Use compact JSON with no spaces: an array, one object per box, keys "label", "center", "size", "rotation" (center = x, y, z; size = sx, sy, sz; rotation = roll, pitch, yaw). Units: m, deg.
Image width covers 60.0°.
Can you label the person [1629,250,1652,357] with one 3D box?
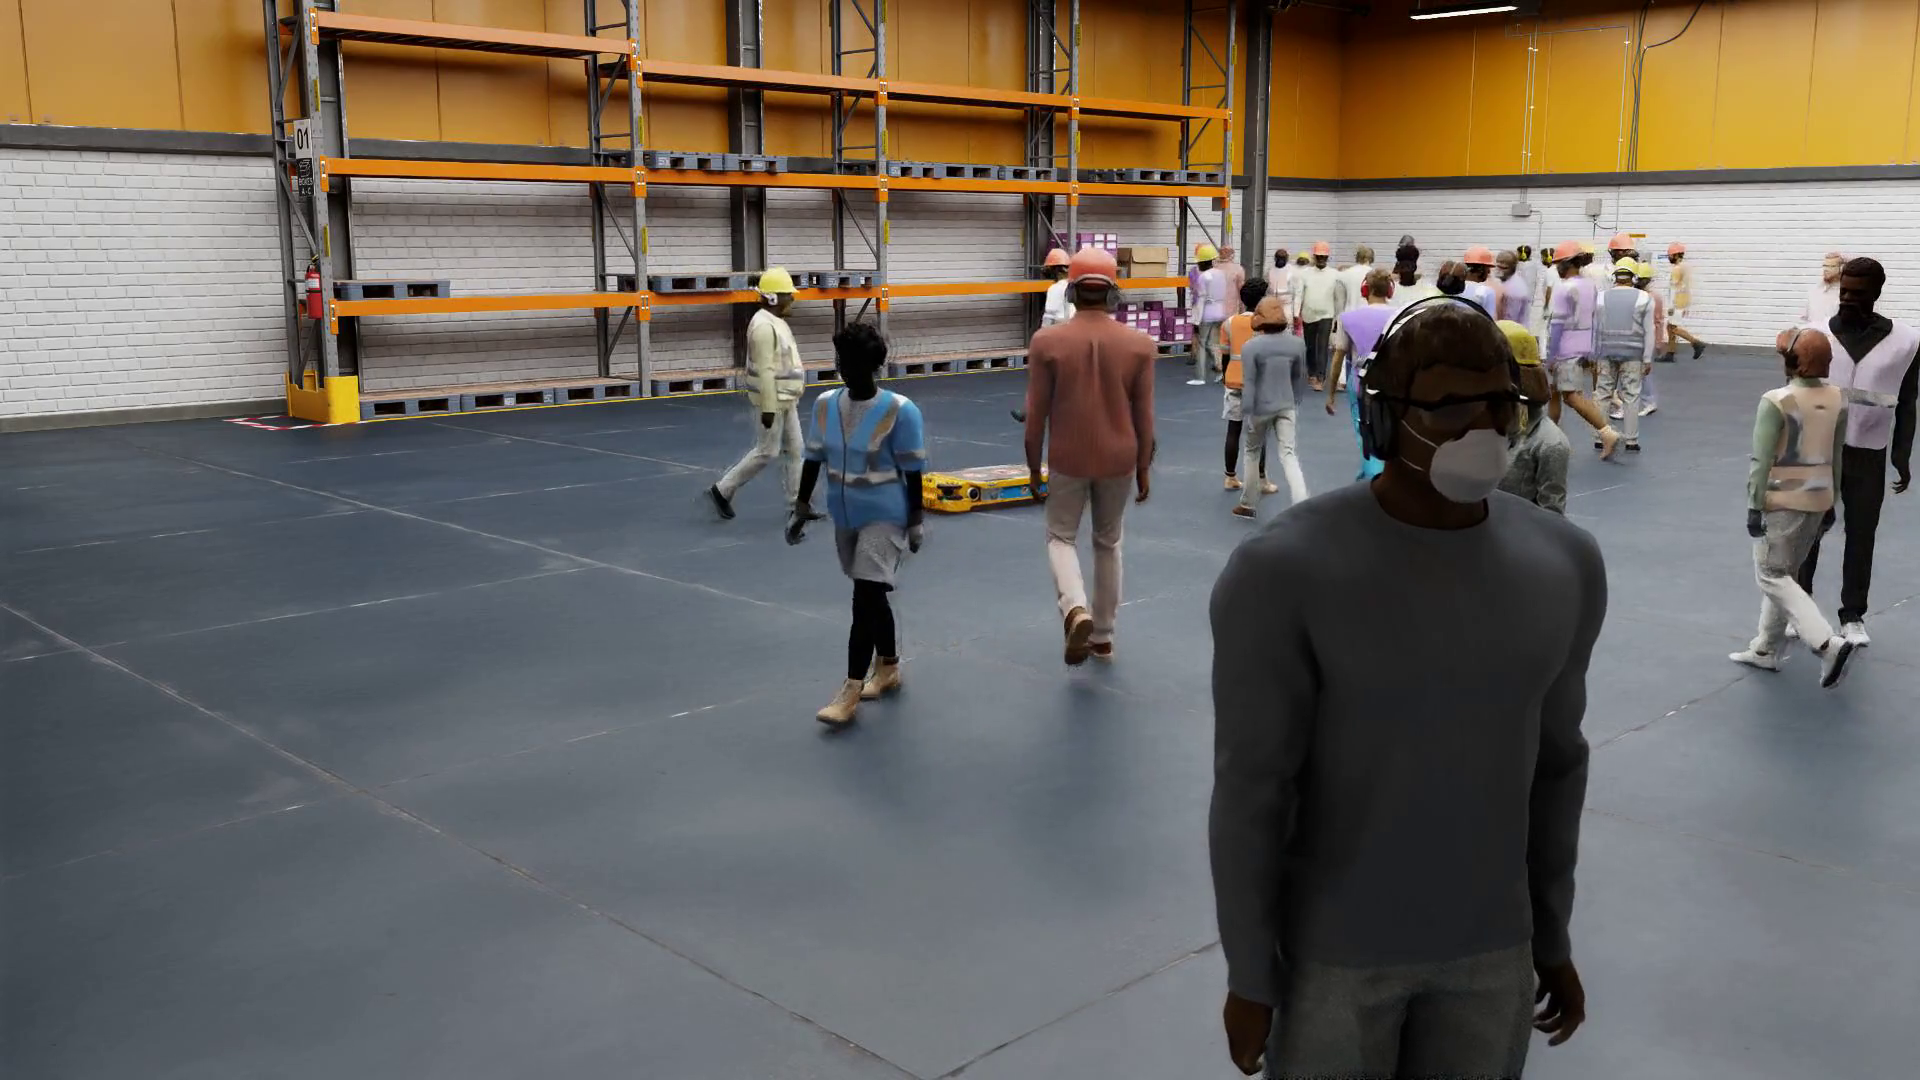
[{"label":"person","center":[11.093,-3.944,27.764],"size":[0.634,1.791,0.984],"rotation":[-6,12,-32]}]

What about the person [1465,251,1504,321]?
[{"label":"person","center":[5.096,-1.925,16.452],"size":[0.658,1.889,0.613],"rotation":[-5,12,-27]}]

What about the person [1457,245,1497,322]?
[{"label":"person","center":[4.499,-1.621,14.669],"size":[0.374,1.934,0.549],"rotation":[-7,13,-34]}]

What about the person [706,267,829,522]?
[{"label":"person","center":[-1.365,-1.003,11.673],"size":[0.783,1.808,0.598],"rotation":[1,10,5]}]

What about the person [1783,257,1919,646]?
[{"label":"person","center":[4.393,-0.435,8.259],"size":[0.597,1.914,0.371],"rotation":[5,11,24]}]

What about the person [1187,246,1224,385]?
[{"label":"person","center":[3.295,-3.006,22.384],"size":[0.508,1.886,0.617],"rotation":[9,14,41]}]

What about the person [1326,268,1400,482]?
[{"label":"person","center":[3.002,-1.065,12.080],"size":[0.586,1.794,0.997],"rotation":[-1,10,-6]}]

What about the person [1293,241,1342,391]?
[{"label":"person","center":[4.728,-2.963,21.971],"size":[0.612,1.953,1.009],"rotation":[4,11,18]}]

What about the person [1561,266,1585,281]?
[{"label":"person","center":[10.055,-3.940,27.615],"size":[0.556,1.816,0.837],"rotation":[-3,11,-17]}]

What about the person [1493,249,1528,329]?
[{"label":"person","center":[5.443,-1.977,16.761],"size":[0.838,1.880,0.709],"rotation":[0,10,1]}]

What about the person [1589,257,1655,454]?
[{"label":"person","center":[6.143,-1.712,15.481],"size":[0.591,1.820,0.404],"rotation":[6,12,30]}]

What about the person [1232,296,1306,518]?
[{"label":"person","center":[2.211,-0.899,11.649],"size":[0.503,1.601,0.787],"rotation":[-3,11,-16]}]

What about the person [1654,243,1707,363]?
[{"label":"person","center":[11.432,-3.736,26.283],"size":[0.668,1.909,0.535],"rotation":[6,12,30]}]

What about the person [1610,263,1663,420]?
[{"label":"person","center":[7.529,-2.204,18.446],"size":[0.897,1.724,0.529],"rotation":[-5,12,-27]}]

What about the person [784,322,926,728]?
[{"label":"person","center":[-0.451,-0.075,6.959],"size":[0.564,1.655,0.809],"rotation":[8,13,36]}]

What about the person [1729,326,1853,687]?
[{"label":"person","center":[3.803,-0.147,7.502],"size":[0.521,1.620,0.677],"rotation":[-4,11,-21]}]

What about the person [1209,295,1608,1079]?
[{"label":"person","center":[0.666,0.610,2.499],"size":[0.629,1.940,0.376],"rotation":[-3,11,-17]}]

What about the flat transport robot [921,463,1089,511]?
[{"label":"flat transport robot","center":[0.286,-0.416,12.642],"size":[1.431,0.197,0.652],"rotation":[-8,13,-36]}]

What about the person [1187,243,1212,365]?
[{"label":"person","center":[3.867,-3.718,26.207],"size":[0.549,1.914,0.910],"rotation":[6,12,28]}]

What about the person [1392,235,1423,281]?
[{"label":"person","center":[7.907,-4.423,29.662],"size":[0.540,2.000,0.697],"rotation":[-1,10,-8]}]

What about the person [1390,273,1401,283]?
[{"label":"person","center":[4.900,-2.206,18.747],"size":[0.808,1.601,0.504],"rotation":[4,11,21]}]

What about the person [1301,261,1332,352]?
[{"label":"person","center":[6.235,-4.066,28.926],"size":[0.848,1.592,0.551],"rotation":[-9,14,-40]}]

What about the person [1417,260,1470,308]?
[{"label":"person","center":[4.123,-1.474,14.223],"size":[0.581,1.807,0.654],"rotation":[7,13,35]}]

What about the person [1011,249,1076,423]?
[{"label":"person","center":[0.995,-2.047,17.147],"size":[1.032,1.878,0.563],"rotation":[5,12,26]}]

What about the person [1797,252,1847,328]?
[{"label":"person","center":[8.823,-1.981,16.882],"size":[1.015,1.865,0.649],"rotation":[-4,11,-20]}]

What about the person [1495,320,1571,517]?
[{"label":"person","center":[1.797,0.138,5.602],"size":[0.296,1.744,0.488],"rotation":[-5,12,-27]}]

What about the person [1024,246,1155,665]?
[{"label":"person","center":[0.614,-0.363,7.723],"size":[0.620,1.979,0.641],"rotation":[-1,10,-5]}]

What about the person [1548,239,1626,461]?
[{"label":"person","center":[5.561,-1.695,14.948],"size":[0.611,2.000,0.966],"rotation":[-10,14,-43]}]

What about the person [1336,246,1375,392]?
[{"label":"person","center":[5.190,-2.857,21.564],"size":[0.634,1.895,1.013],"rotation":[7,13,34]}]

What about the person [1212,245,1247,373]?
[{"label":"person","center":[3.952,-3.432,24.703],"size":[0.648,1.882,0.701],"rotation":[6,12,31]}]

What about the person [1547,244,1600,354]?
[{"label":"person","center":[9.979,-3.781,26.612],"size":[0.613,1.878,0.973],"rotation":[-10,14,-43]}]

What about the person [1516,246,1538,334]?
[{"label":"person","center":[9.940,-4.242,29.232],"size":[0.618,1.834,0.580],"rotation":[-5,12,-26]}]

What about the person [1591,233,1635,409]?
[{"label":"person","center":[7.655,-2.543,19.405],"size":[0.607,2.044,0.375],"rotation":[-5,11,-25]}]

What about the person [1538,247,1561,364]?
[{"label":"person","center":[9.298,-3.650,26.022],"size":[0.702,1.833,0.577],"rotation":[9,14,40]}]

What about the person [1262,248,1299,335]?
[{"label":"person","center":[5.239,-3.861,27.223],"size":[0.646,1.816,0.656],"rotation":[4,11,23]}]

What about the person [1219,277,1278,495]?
[{"label":"person","center":[2.276,-1.206,13.061],"size":[0.537,1.696,0.321],"rotation":[9,14,42]}]

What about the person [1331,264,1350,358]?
[{"label":"person","center":[5.509,-3.158,23.934],"size":[0.506,1.613,0.673],"rotation":[4,11,20]}]

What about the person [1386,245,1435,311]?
[{"label":"person","center":[4.067,-1.743,15.352],"size":[0.635,1.917,0.953],"rotation":[6,12,30]}]

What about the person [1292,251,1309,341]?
[{"label":"person","center":[5.821,-4.031,28.334],"size":[0.530,1.748,0.431],"rotation":[1,10,7]}]
